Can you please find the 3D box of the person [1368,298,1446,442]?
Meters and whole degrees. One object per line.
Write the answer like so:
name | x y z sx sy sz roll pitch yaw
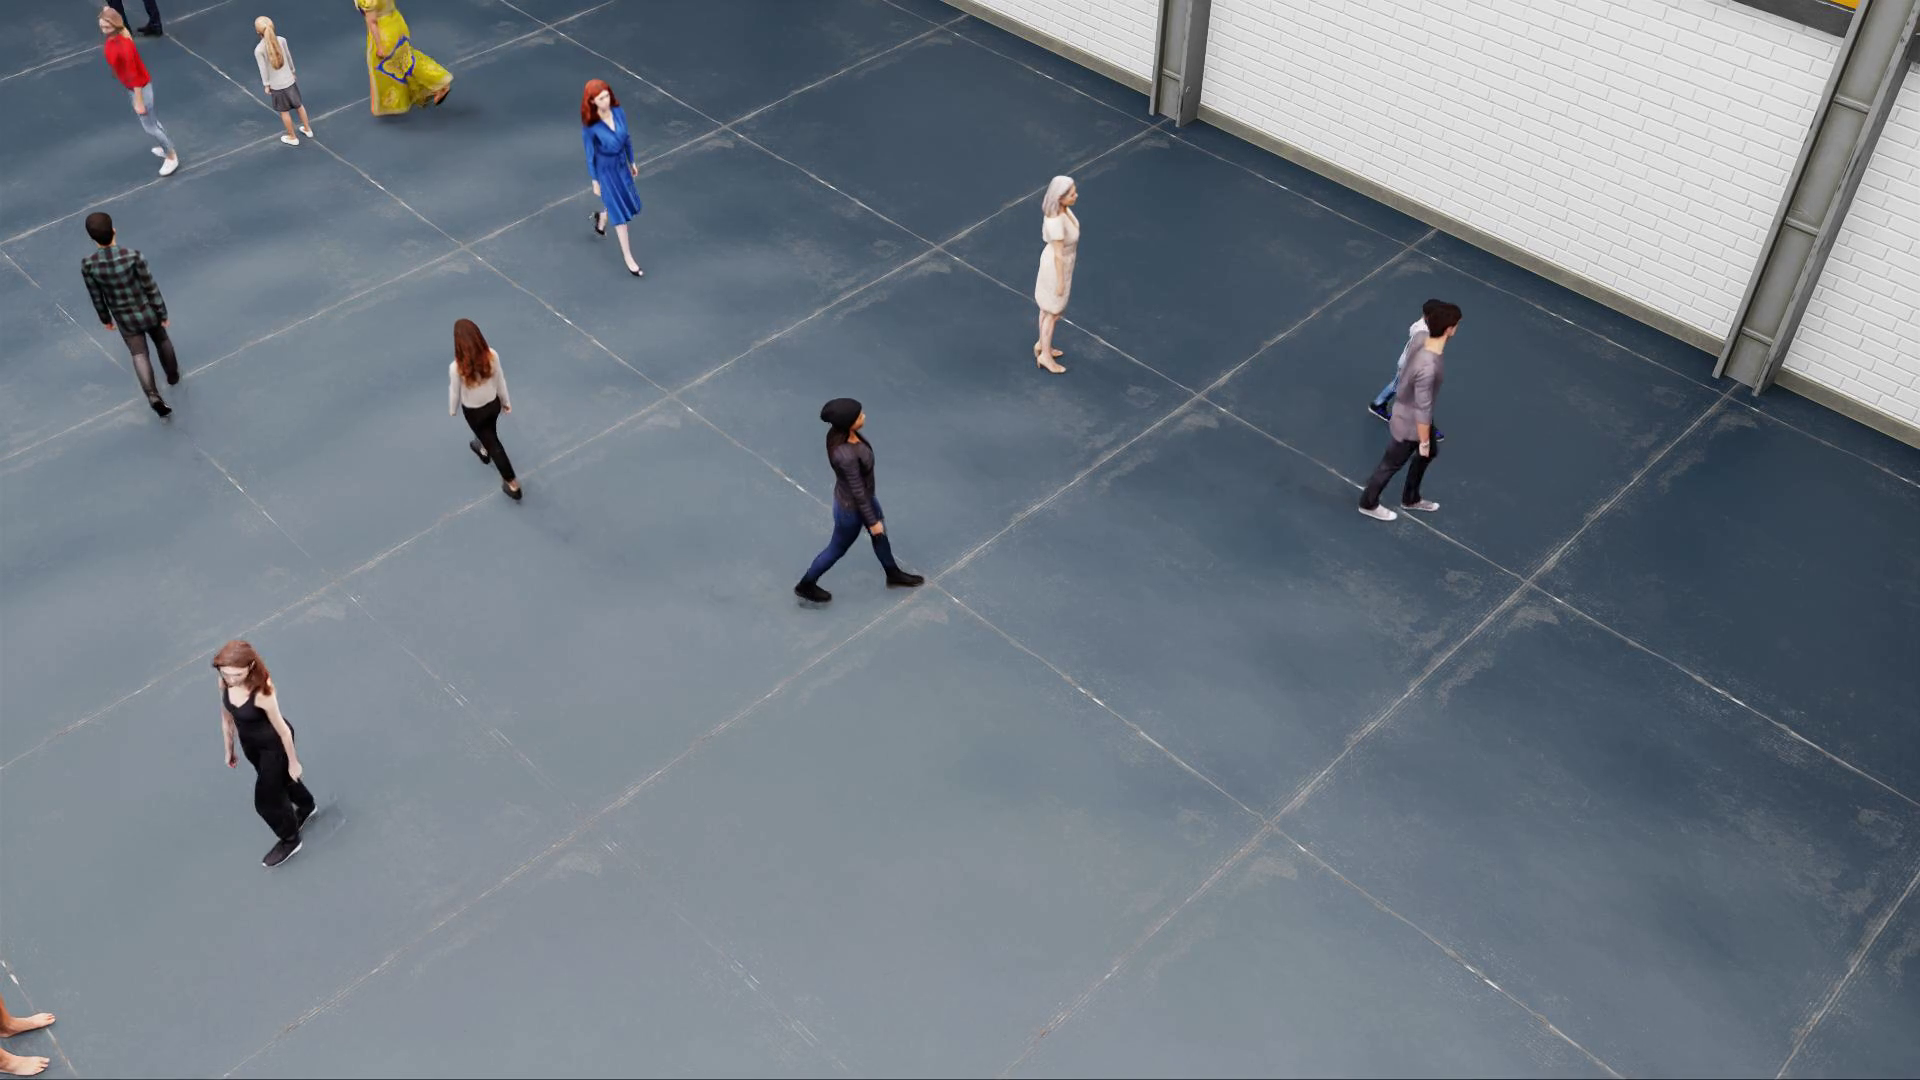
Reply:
person | 3.418 -1.348 12.670 0.894 1.228 0.589 25 49 24

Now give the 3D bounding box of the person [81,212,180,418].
person | -6.367 -1.727 12.867 0.927 1.690 1.091 -14 45 -15

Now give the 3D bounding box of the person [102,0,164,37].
person | -8.638 -6.087 17.181 0.987 1.869 0.916 4 44 4

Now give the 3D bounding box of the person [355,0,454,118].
person | -5.438 -4.831 16.036 1.158 1.630 1.038 6 44 7

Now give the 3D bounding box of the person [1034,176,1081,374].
person | 0.752 -2.099 13.091 0.750 1.735 0.688 -1 44 -1

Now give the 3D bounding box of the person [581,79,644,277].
person | -2.980 -3.099 14.087 0.934 1.810 0.675 29 51 27

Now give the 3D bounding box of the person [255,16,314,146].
person | -6.463 -4.382 15.822 0.545 1.273 0.528 28 50 26

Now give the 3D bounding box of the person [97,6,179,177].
person | -7.544 -4.133 15.263 0.841 1.685 0.516 -20 47 -19

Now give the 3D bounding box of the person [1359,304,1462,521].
person | 3.099 -0.885 11.753 1.005 1.824 0.948 11 45 11

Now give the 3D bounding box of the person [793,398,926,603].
person | -0.800 -0.200 11.118 1.175 1.707 1.118 -1 44 -1

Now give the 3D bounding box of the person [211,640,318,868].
person | -3.979 1.146 9.696 0.742 1.720 0.763 26 49 25

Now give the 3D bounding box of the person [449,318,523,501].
person | -3.424 -0.908 12.056 0.530 1.440 0.956 -34 53 -31
